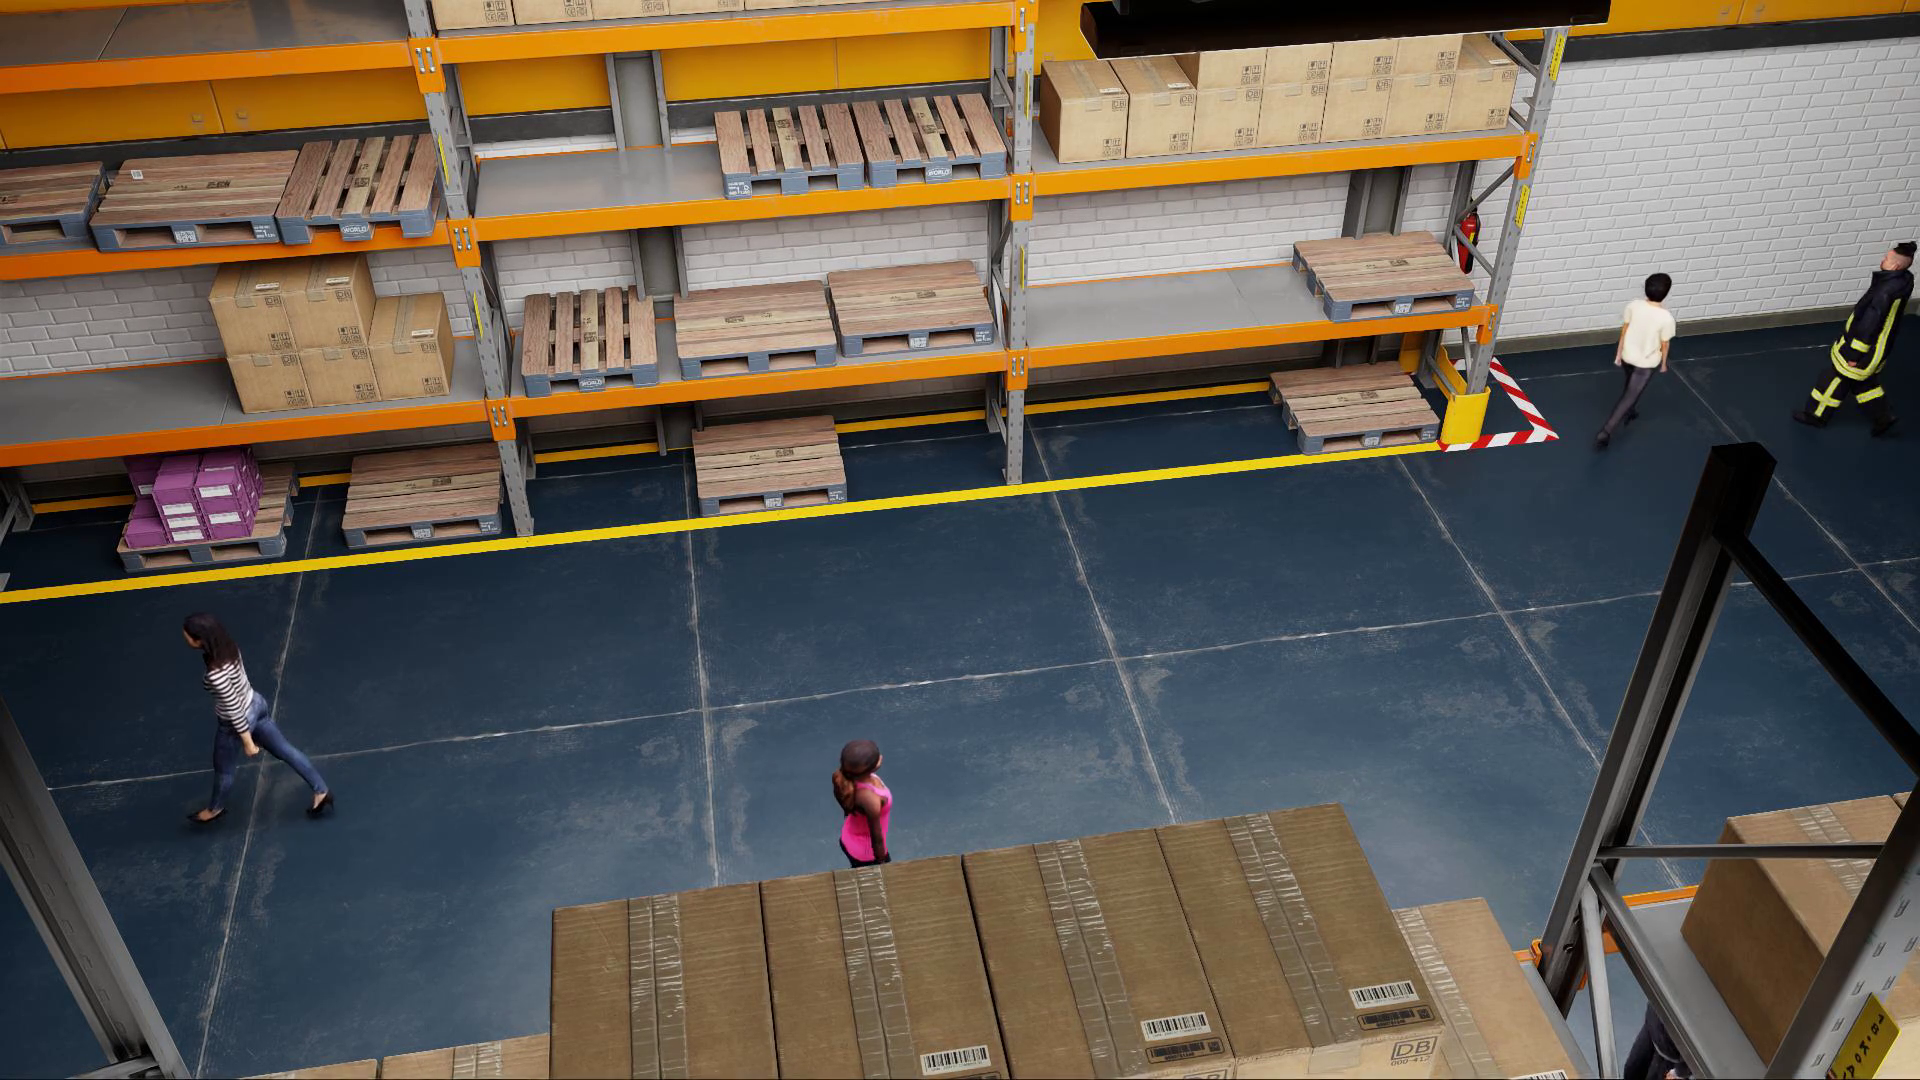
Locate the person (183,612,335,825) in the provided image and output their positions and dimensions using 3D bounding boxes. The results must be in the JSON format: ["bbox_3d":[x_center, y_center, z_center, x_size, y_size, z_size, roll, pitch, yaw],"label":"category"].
[{"bbox_3d":[-4.397,1.156,10.448,1.132,1.731,0.610,-6,39,-8],"label":"person"}]

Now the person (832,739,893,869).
[{"bbox_3d":[-0.631,1.810,9.648,0.984,1.706,0.726,-17,42,-20],"label":"person"}]

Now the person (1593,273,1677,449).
[{"bbox_3d":[5.628,-1.457,13.865,1.092,1.550,0.872,-24,45,-27],"label":"person"}]

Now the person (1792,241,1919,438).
[{"bbox_3d":[7.645,-1.653,13.878,1.093,1.840,1.090,-30,47,-32],"label":"person"}]
